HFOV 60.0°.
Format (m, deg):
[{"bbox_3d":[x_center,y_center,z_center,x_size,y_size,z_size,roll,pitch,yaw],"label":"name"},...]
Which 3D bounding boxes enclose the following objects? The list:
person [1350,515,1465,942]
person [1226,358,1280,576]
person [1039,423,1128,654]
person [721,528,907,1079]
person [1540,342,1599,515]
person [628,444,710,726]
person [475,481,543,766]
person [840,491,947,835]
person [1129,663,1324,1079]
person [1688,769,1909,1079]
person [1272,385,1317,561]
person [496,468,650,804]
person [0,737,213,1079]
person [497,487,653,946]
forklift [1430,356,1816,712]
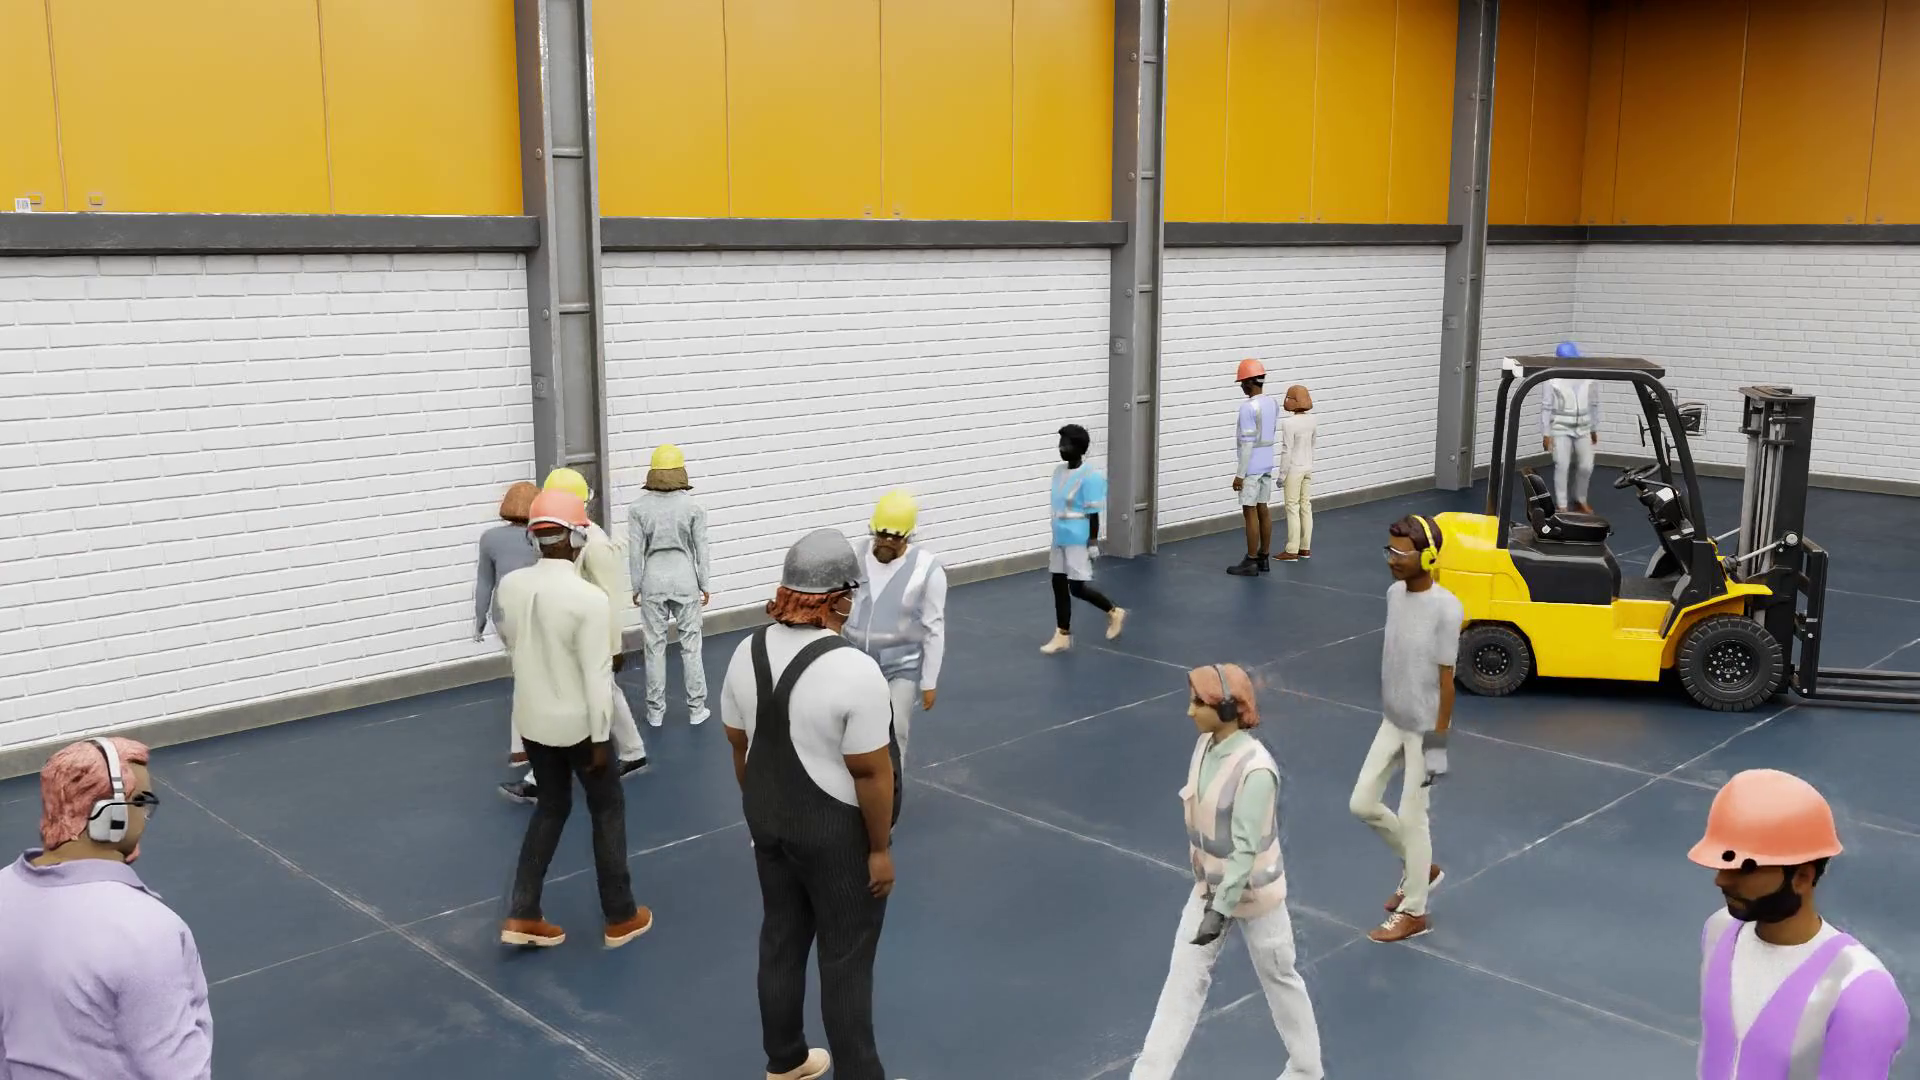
[{"bbox_3d":[1.913,0.809,7.055,0.401,1.858,0.515,-5,11,-23],"label":"person"},{"bbox_3d":[2.584,-0.641,14.748,0.371,1.928,0.543,8,13,37],"label":"person"},{"bbox_3d":[0.875,-0.008,11.980,0.583,1.681,0.540,-5,12,-27],"label":"person"},{"bbox_3d":[-0.451,0.960,5.707,0.680,2.000,0.536,9,14,40],"label":"person"},{"bbox_3d":[6.447,-1.153,17.618,0.667,1.901,0.518,0,10,-2],"label":"person"},{"bbox_3d":[-1.783,0.278,10.243,0.492,1.741,0.313,-1,10,-6],"label":"person"},{"bbox_3d":[-2.482,0.455,9.627,0.530,1.608,0.665,3,11,18],"label":"person"},{"bbox_3d":[-0.378,0.622,8.232,0.656,1.792,0.546,4,11,20],"label":"person"},{"bbox_3d":[0.907,1.196,5.649,0.877,1.585,0.504,-4,11,-21],"label":"person"},{"bbox_3d":[1.840,1.412,3.654,0.957,1.903,0.539,-4,11,-20],"label":"person"},{"bbox_3d":[3.114,-0.621,15.432,0.281,1.636,0.500,10,14,43],"label":"person"},{"bbox_3d":[-2.081,0.496,8.949,0.920,1.784,0.599,-7,12,-32],"label":"person"},{"bbox_3d":[-1.908,1.379,3.811,0.636,1.902,0.404,5,12,27],"label":"person"},{"bbox_3d":[-1.688,0.760,7.003,0.636,1.961,0.666,6,12,28],"label":"person"},{"bbox_3d":[4.276,-0.101,11.076,2.313,2.155,1.214,2,11,13],"label":"forklift"}]
